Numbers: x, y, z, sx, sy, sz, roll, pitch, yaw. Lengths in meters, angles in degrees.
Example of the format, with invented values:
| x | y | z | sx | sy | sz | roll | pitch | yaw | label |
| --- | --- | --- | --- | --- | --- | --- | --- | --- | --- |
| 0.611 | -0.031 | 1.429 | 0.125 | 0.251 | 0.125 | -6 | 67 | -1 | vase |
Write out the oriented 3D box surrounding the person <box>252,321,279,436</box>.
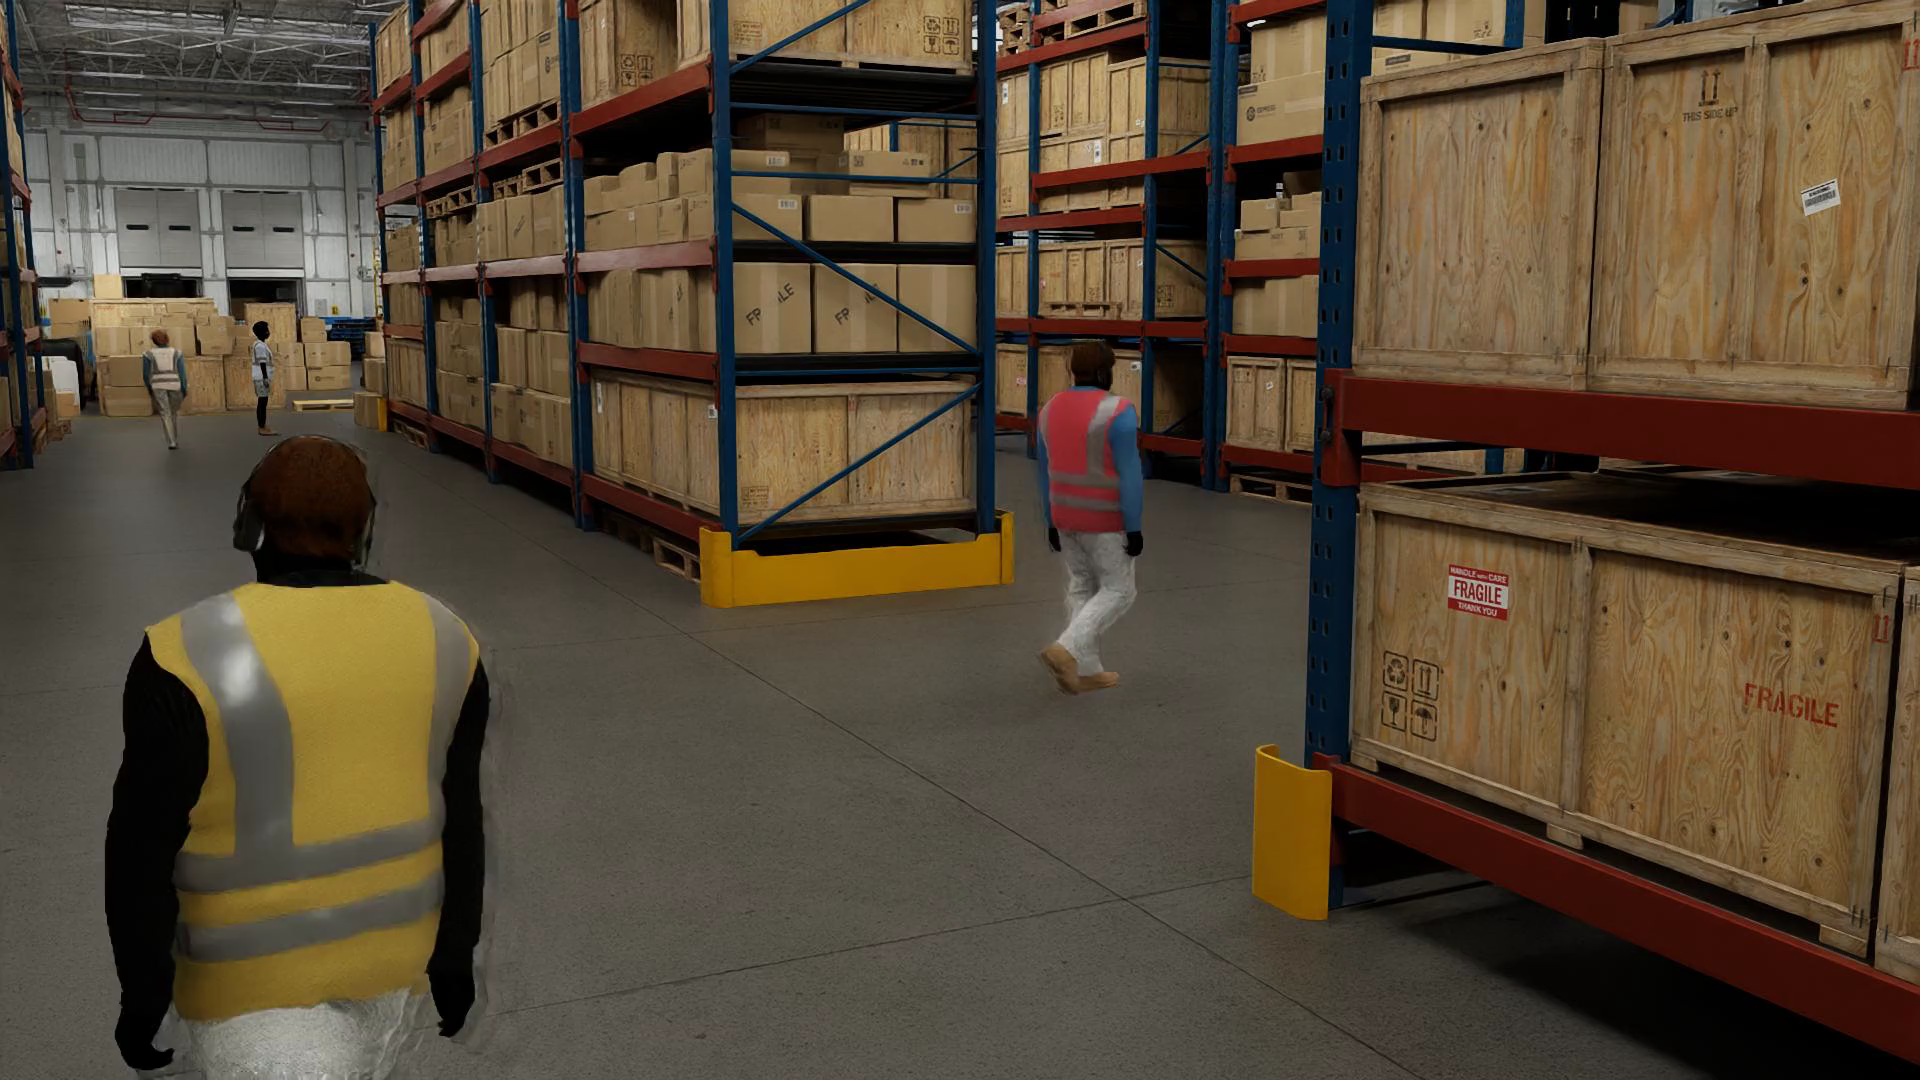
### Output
| x | y | z | sx | sy | sz | roll | pitch | yaw | label |
| --- | --- | --- | --- | --- | --- | --- | --- | --- | --- |
| -10.298 | -2.385 | 24.595 | 0.318 | 1.697 | 0.536 | -4 | 9 | -26 | person |

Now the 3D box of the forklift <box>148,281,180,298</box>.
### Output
| x | y | z | sx | sy | sz | roll | pitch | yaw | label |
| --- | --- | --- | --- | --- | --- | --- | --- | --- | --- |
| -24.807 | -6.941 | 51.950 | 1.129 | 2.768 | 1.873 | -3 | 9 | -22 | forklift |

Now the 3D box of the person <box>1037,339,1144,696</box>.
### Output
| x | y | z | sx | sy | sz | roll | pitch | yaw | label |
| --- | --- | --- | --- | --- | --- | --- | --- | --- | --- |
| 0.628 | -0.094 | 8.362 | 0.586 | 1.821 | 0.640 | -7 | 11 | -41 | person |

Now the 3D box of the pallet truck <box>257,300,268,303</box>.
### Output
| x | y | z | sx | sy | sz | roll | pitch | yaw | label |
| --- | --- | --- | --- | --- | --- | --- | --- | --- | --- |
| -23.913 | -7.404 | 58.171 | 1.885 | 1.965 | 0.823 | -1 | 8 | -9 | pallet truck |

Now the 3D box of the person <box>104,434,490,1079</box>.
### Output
| x | y | z | sx | sy | sz | roll | pitch | yaw | label |
| --- | --- | --- | --- | --- | --- | --- | --- | --- | --- |
| -1.048 | 0.724 | 2.818 | 0.911 | 1.805 | 0.622 | 6 | 10 | 34 | person |

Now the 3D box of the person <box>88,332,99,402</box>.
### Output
| x | y | z | sx | sy | sz | roll | pitch | yaw | label |
| --- | --- | --- | --- | --- | --- | --- | --- | --- | --- |
| -16.801 | -3.548 | 32.685 | 0.771 | 1.663 | 0.555 | -8 | 12 | -44 | person |

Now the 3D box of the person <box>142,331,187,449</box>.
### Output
| x | y | z | sx | sy | sz | roll | pitch | yaw | label |
| --- | --- | --- | --- | --- | --- | --- | --- | --- | --- |
| -10.765 | -2.029 | 22.520 | 0.506 | 1.584 | 0.924 | -6 | 10 | -36 | person |
